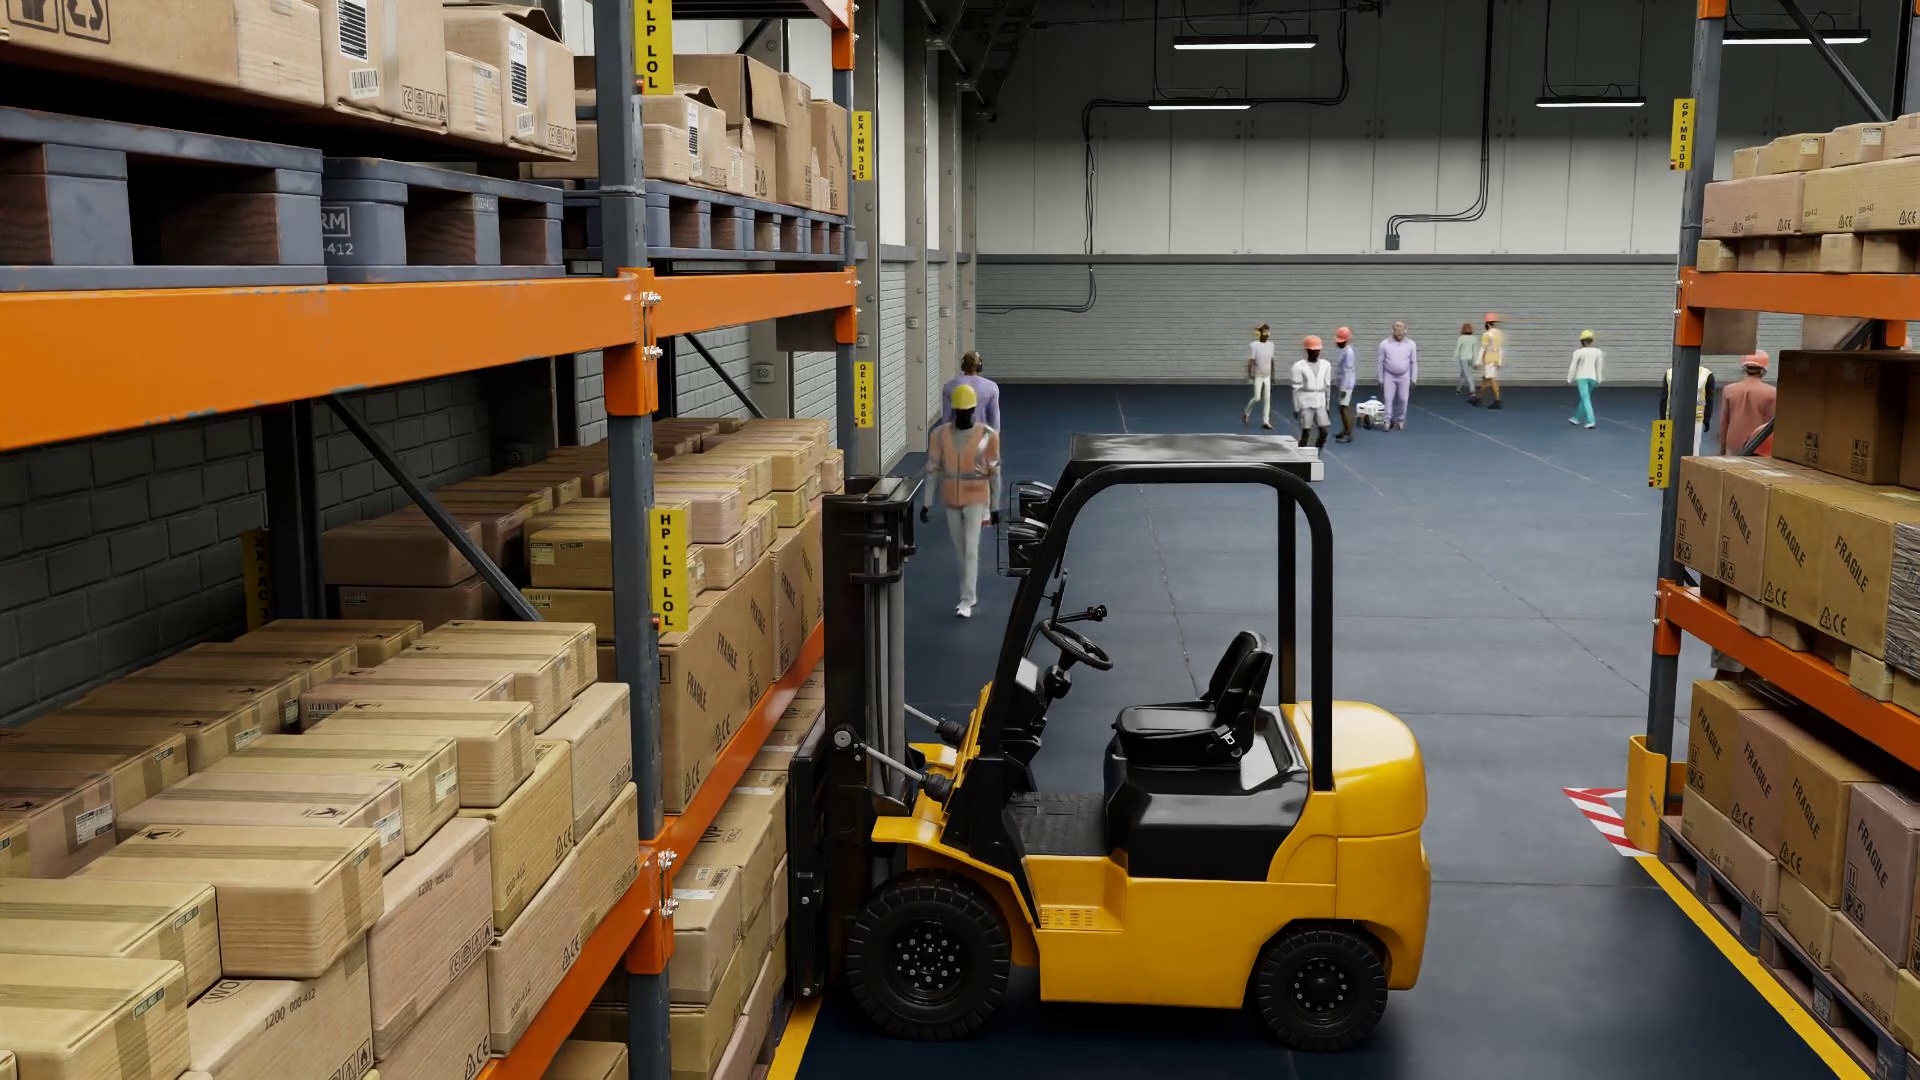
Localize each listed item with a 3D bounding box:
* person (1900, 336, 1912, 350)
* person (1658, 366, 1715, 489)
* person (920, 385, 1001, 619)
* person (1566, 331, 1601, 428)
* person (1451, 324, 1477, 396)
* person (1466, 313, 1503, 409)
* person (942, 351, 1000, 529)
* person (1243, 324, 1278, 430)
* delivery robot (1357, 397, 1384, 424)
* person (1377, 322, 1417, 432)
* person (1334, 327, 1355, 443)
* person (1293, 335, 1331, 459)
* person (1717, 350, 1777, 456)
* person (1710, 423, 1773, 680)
[{"bbox_3d":[17.001,-3.078,30.342,0.680,1.883,0.688,3,10,18],"label":"person"},{"bbox_3d":[9.228,-1.540,21.177,0.632,1.842,0.429,6,11,33],"label":"person"},{"bbox_3d":[-0.014,-0.309,13.542,0.616,1.888,0.881,3,10,20],"label":"person"},{"bbox_3d":[11.064,-2.850,29.486,0.546,1.712,0.927,-2,10,-12],"label":"person"},{"bbox_3d":[11.164,-3.976,36.683,0.499,1.594,0.846,-5,11,-29],"label":"person"},{"bbox_3d":[10.538,-3.585,33.377,0.561,1.892,0.945,-8,12,-40],"label":"person"},{"bbox_3d":[0.122,-1.083,18.116,0.635,1.937,0.355,1,9,5],"label":"person"},{"bbox_3d":[5.305,-2.875,29.232,0.548,1.855,0.662,-4,10,-25],"label":"person"},{"bbox_3d":[7.278,-2.283,29.283,0.477,0.478,0.707,-2,10,-13],"label":"delivery robot"},{"bbox_3d":[7.553,-2.818,28.761,0.658,1.913,0.410,2,10,10],"label":"person"},{"bbox_3d":[6.194,-2.506,26.906,0.488,1.885,0.706,0,9,-2],"label":"person"},{"bbox_3d":[4.827,-1.839,22.750,0.565,1.915,0.510,-2,10,-10],"label":"person"},{"bbox_3d":[8.364,-1.026,17.638,0.477,1.978,0.625,-8,12,-39],"label":"person"},{"bbox_3d":[4.315,0.370,9.021,0.605,2.034,0.392,-6,11,-31],"label":"person"}]
